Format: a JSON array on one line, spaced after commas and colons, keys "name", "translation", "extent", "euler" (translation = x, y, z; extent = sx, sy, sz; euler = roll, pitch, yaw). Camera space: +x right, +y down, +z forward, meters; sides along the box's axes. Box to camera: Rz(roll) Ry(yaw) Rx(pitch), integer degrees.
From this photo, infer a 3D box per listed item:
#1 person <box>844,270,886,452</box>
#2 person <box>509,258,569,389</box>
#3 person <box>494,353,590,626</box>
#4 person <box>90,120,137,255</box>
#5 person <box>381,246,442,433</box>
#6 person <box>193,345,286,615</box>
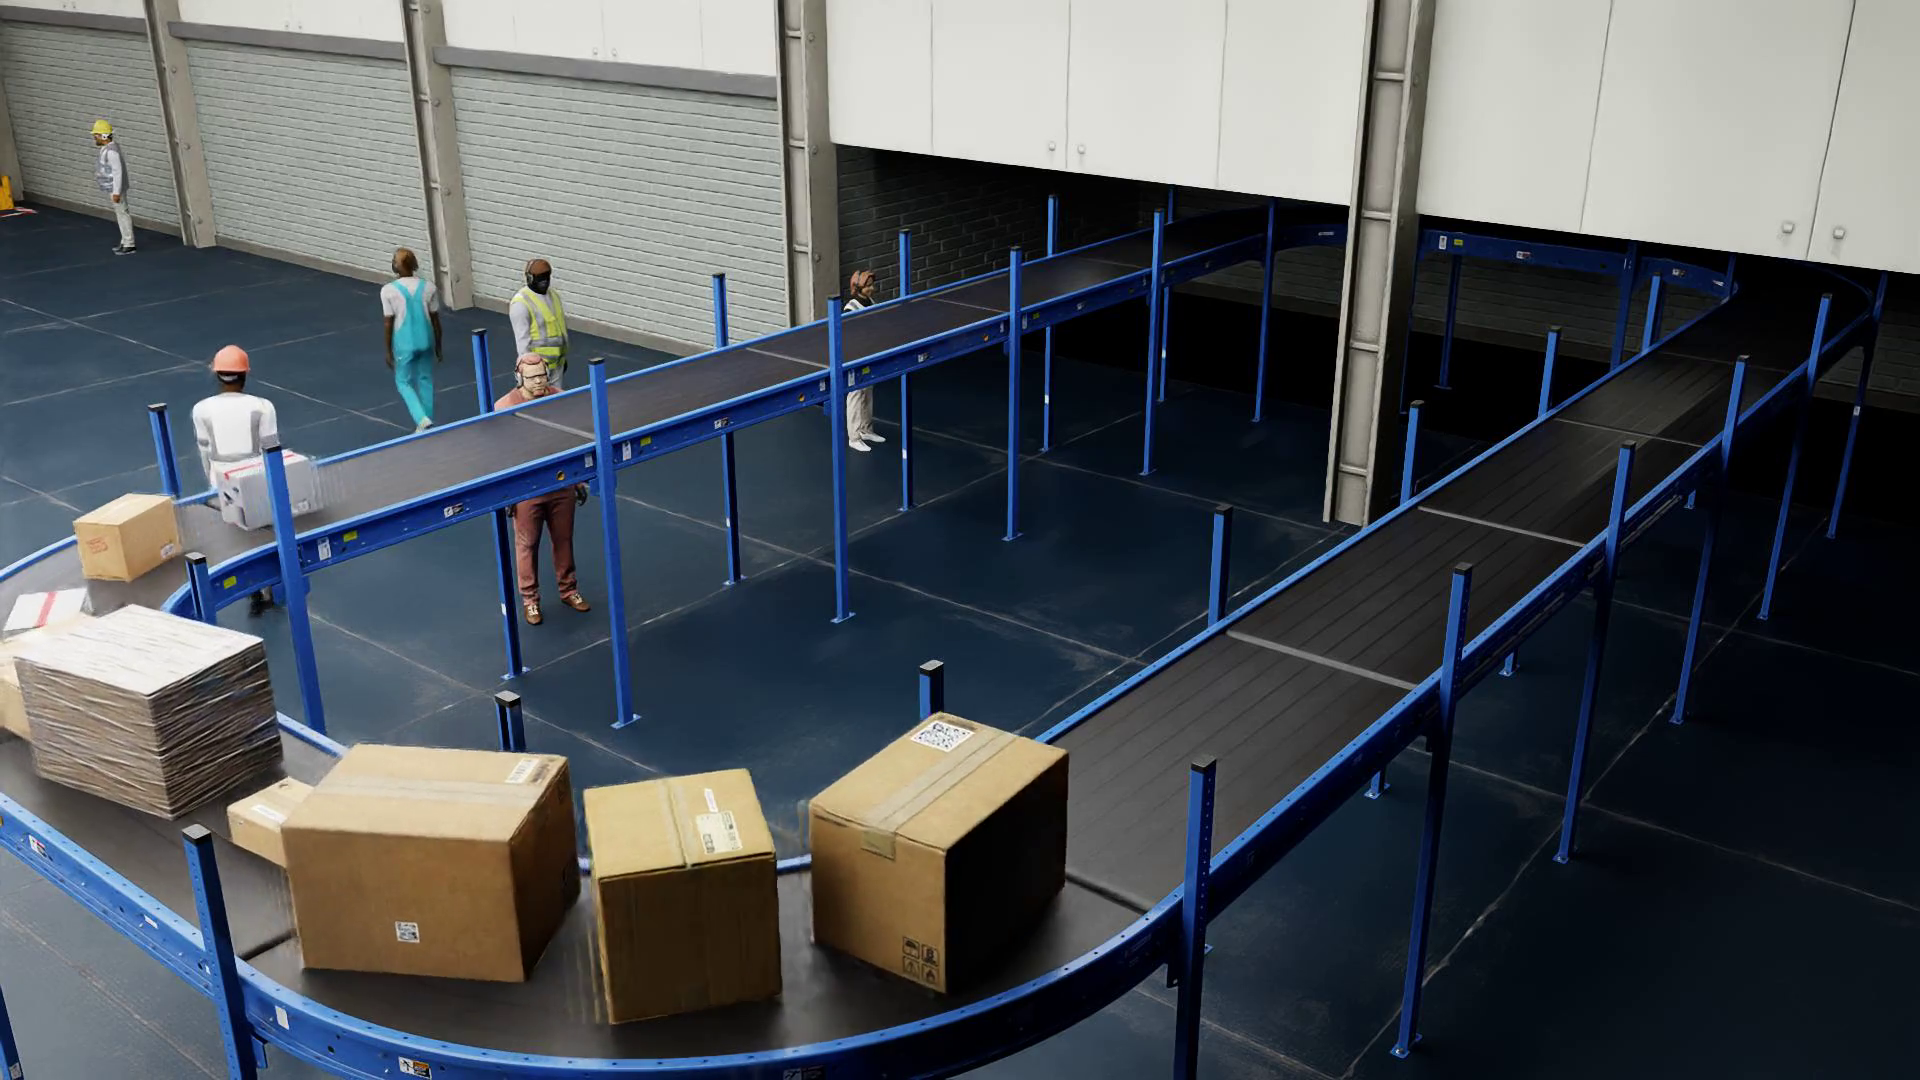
[{"name": "person", "translation": [-0.880, -1.636, 15.105], "extent": [0.307, 1.641, 0.513], "euler": [9, 23, 22]}, {"name": "person", "translation": [-3.660, -1.570, 14.671], "extent": [0.430, 1.841, 0.624], "euler": [7, 23, 18]}, {"name": "person", "translation": [-2.883, -0.366, 11.519], "extent": [0.642, 1.909, 0.408], "euler": [-16, 26, -34]}, {"name": "person", "translation": [-11.778, -4.906, 23.151], "extent": [0.403, 1.835, 0.588], "euler": [-12, 24, -27]}, {"name": "person", "translation": [-4.953, -1.745, 15.123], "extent": [0.537, 1.830, 0.487], "euler": [-14, 26, -32]}, {"name": "person", "translation": [-4.995, -0.406, 11.630], "extent": [0.548, 1.906, 0.479], "euler": [-5, 22, -12]}]
